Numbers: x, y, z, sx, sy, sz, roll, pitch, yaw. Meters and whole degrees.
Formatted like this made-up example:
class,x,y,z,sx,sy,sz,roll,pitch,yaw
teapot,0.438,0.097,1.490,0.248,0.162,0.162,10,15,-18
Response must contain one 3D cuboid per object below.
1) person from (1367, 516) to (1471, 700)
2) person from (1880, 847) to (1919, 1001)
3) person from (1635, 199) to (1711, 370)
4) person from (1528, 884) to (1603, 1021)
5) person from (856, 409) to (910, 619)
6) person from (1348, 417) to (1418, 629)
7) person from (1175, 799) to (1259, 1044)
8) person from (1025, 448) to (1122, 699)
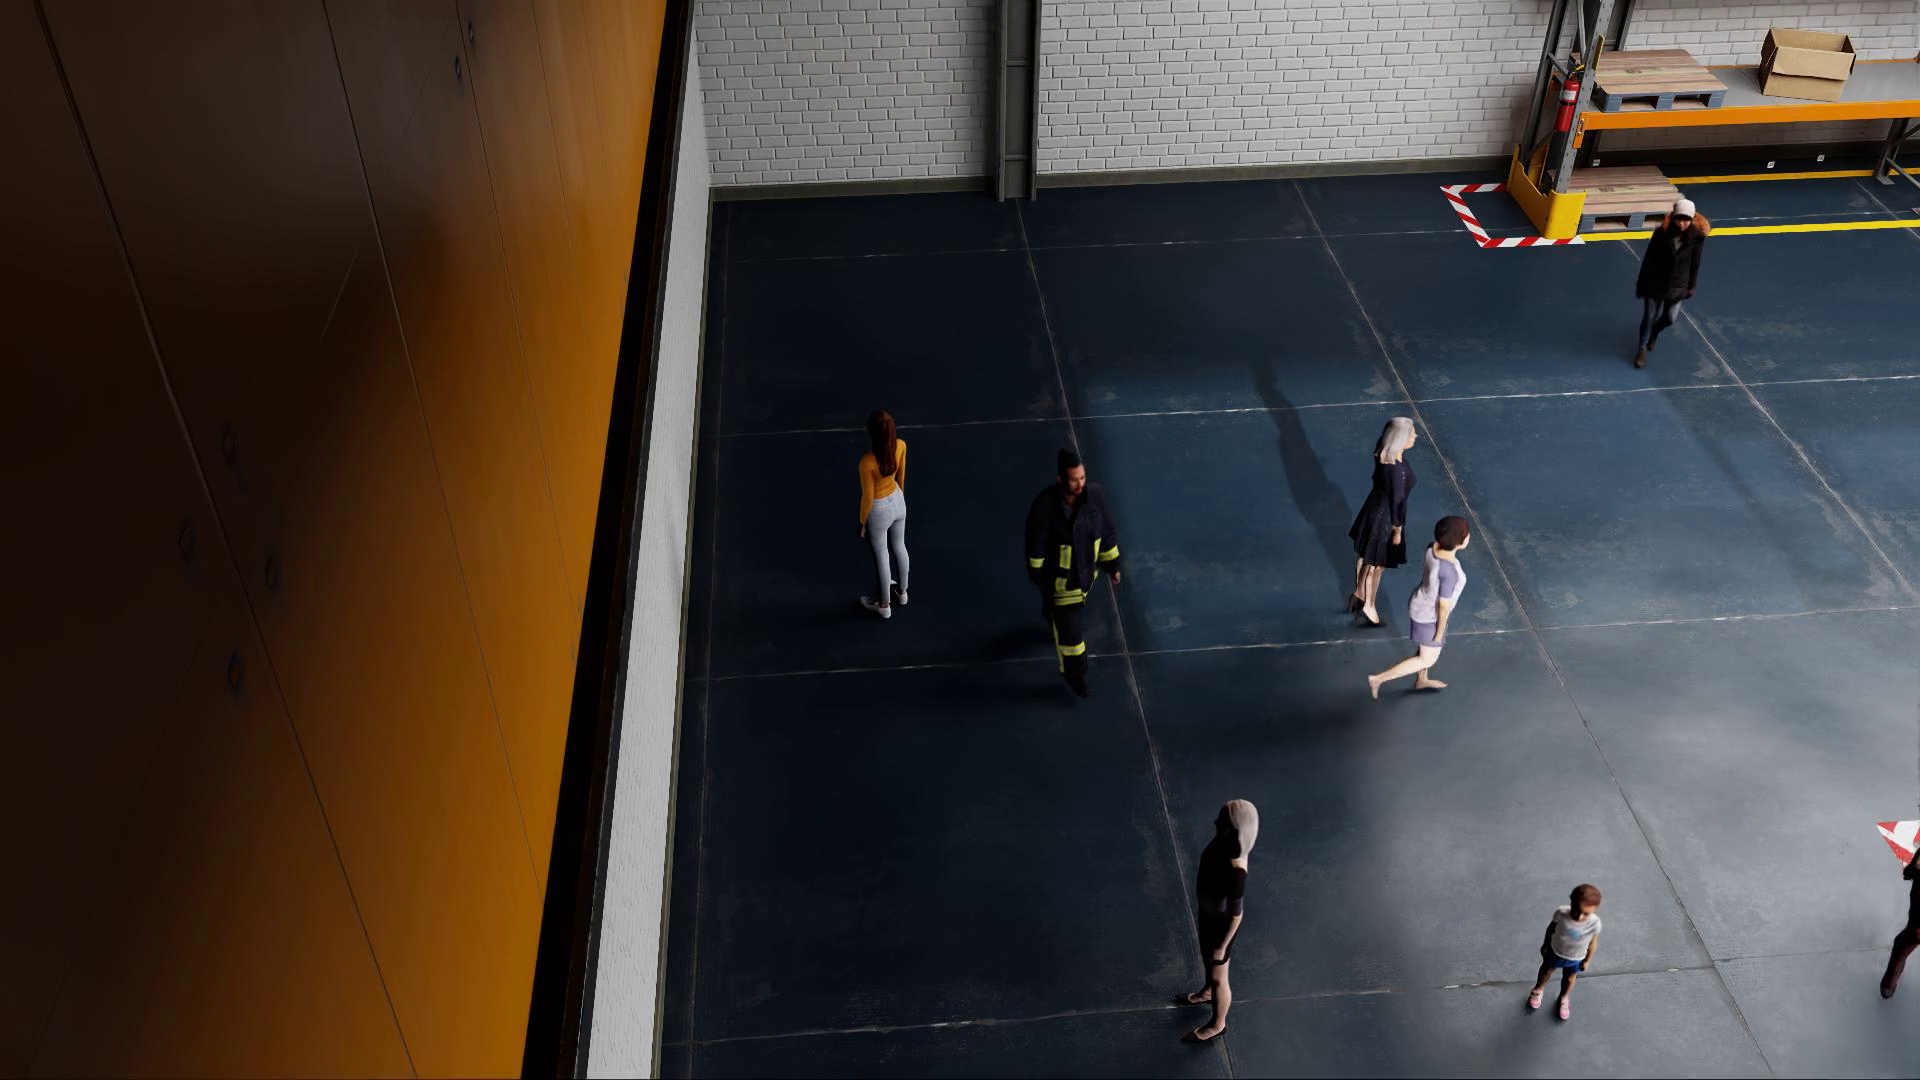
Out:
class,x,y,z,sx,sy,sz,roll,pitch,yaw
person,3.088,0.481,11.131,0.831,1.548,0.550,-4,39,-4
person,5.536,1.848,9.307,0.709,1.688,0.770,10,40,13
person,6.171,-2.280,14.533,0.775,1.617,0.836,12,40,14
person,3.409,2.276,9.307,0.453,1.019,0.535,18,42,21
person,-0.533,-0.196,11.816,0.753,1.751,0.682,32,48,33
person,2.997,-0.138,11.747,0.560,1.747,0.594,-5,39,-6
person,1.393,2.043,8.950,0.515,1.830,0.602,0,39,0
person,0.717,0.099,11.390,1.218,1.822,1.104,-17,42,-21
